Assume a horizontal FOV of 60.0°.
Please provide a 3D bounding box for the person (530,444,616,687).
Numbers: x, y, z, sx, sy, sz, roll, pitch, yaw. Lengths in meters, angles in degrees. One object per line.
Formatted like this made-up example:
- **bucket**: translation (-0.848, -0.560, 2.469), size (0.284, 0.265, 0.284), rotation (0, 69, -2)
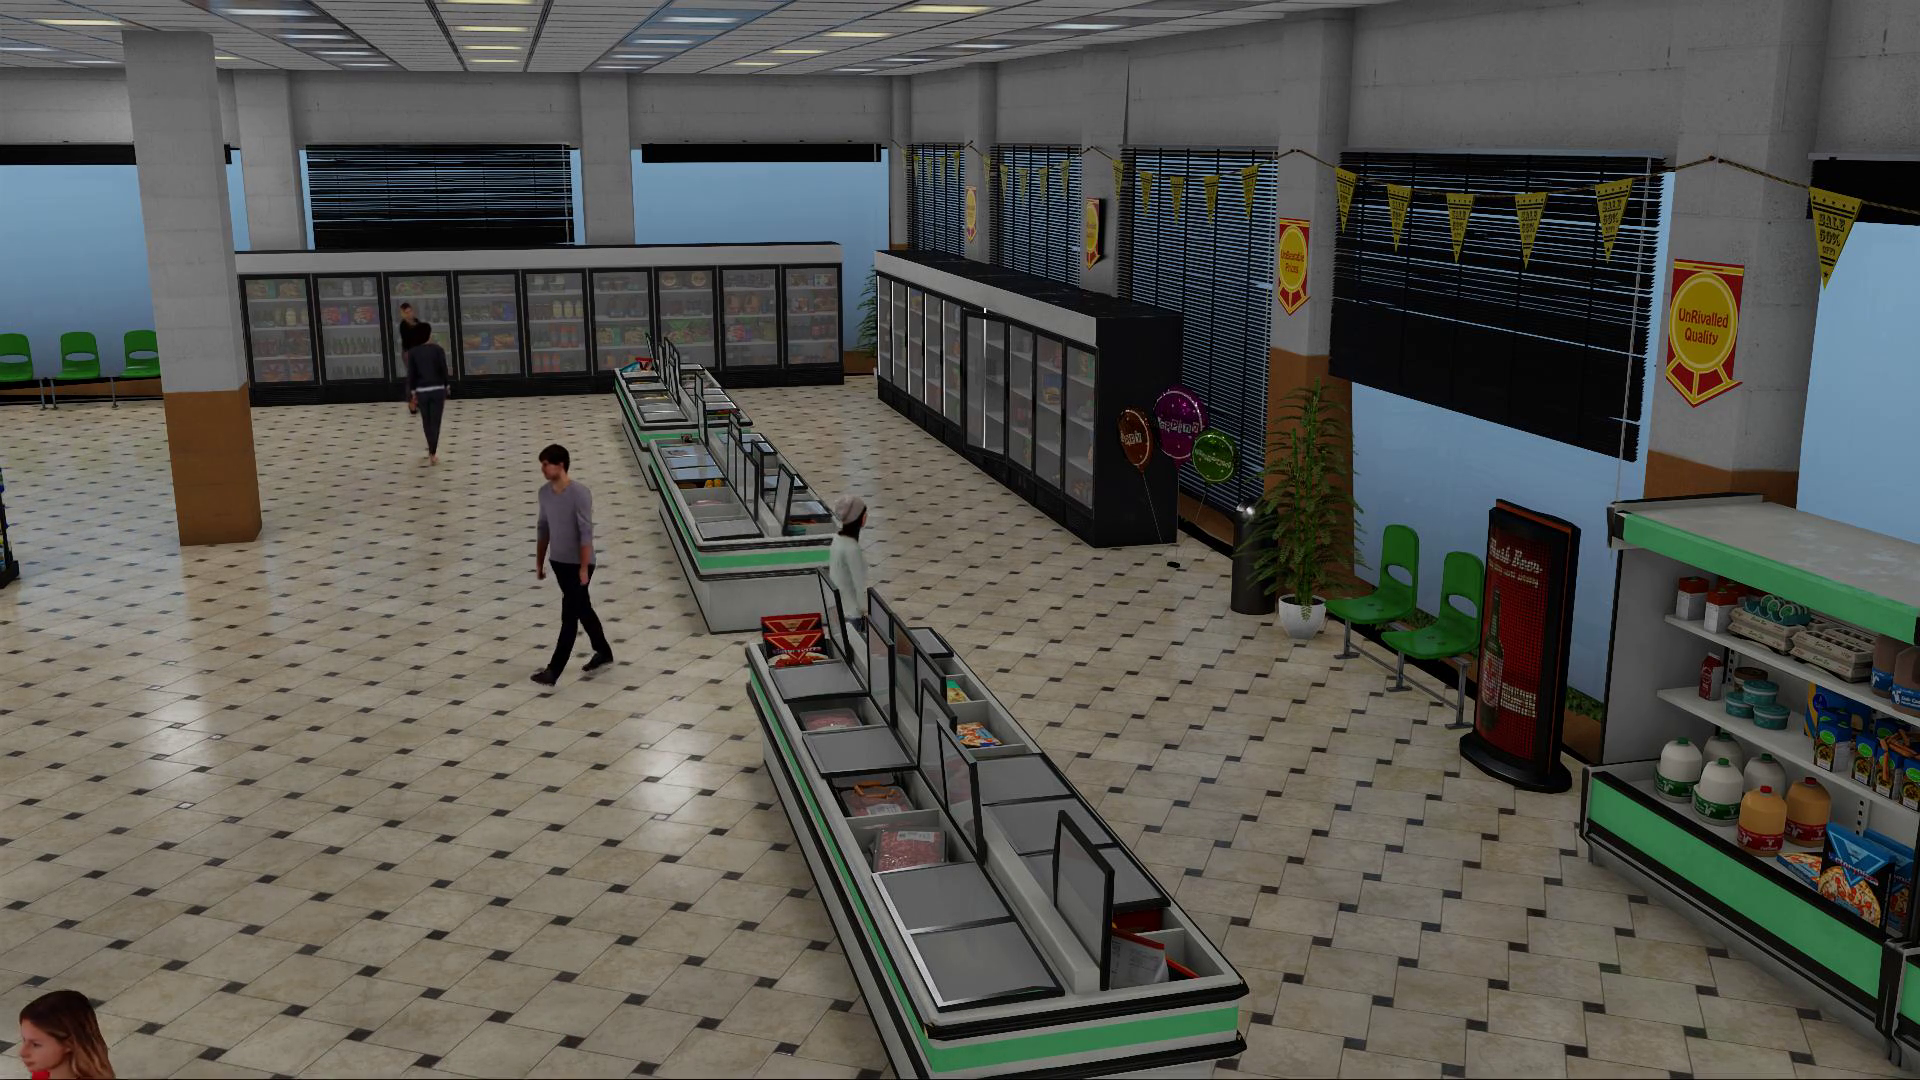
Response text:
- **person**: translation (-2.820, 0.176, 12.457), size (1.161, 1.795, 1.155), rotation (9, 16, 34)

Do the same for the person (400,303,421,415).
- **person**: translation (-8.102, -2.671, 24.545), size (0.903, 1.630, 0.765), rotation (0, 14, 0)

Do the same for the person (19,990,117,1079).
- **person**: translation (-2.586, 2.070, 5.088), size (0.726, 1.587, 0.786), rotation (8, 16, 30)

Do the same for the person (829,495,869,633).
- **person**: translation (-0.835, 0.491, 11.497), size (0.660, 1.634, 0.614), rotation (-4, 14, -16)

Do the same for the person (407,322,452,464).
- **person**: translation (-6.636, -1.811, 20.818), size (0.729, 1.715, 1.135), rotation (-2, 14, -6)
